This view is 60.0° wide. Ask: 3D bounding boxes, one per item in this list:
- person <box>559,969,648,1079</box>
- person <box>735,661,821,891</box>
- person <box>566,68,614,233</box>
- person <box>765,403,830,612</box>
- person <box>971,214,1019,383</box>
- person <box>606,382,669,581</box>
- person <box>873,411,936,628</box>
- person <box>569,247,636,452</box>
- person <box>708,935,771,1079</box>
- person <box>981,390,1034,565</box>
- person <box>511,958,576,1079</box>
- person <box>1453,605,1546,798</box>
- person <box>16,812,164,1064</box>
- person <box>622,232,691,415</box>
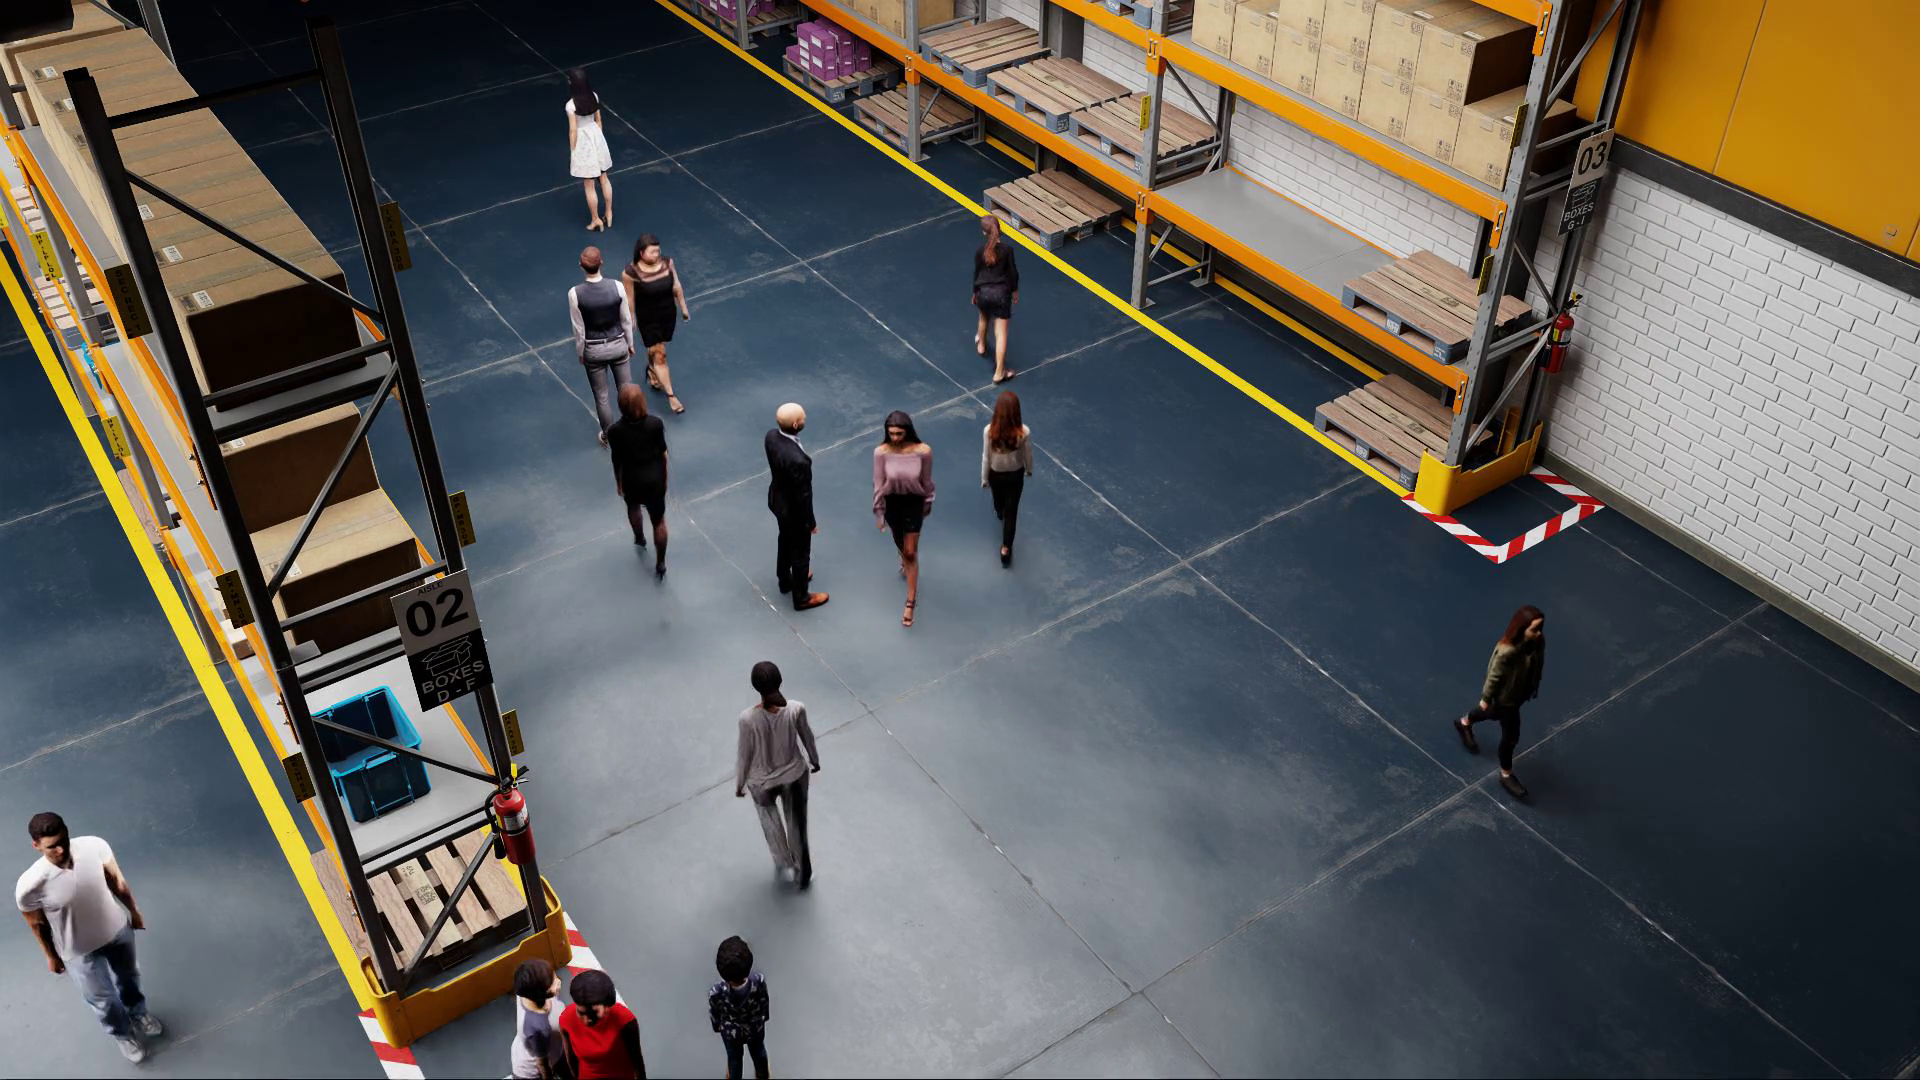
[{"bbox_3d":[-1.821,2.787,8.782,0.872,1.722,1.033,-2,39,-3],"label":"person"},{"bbox_3d":[-1.124,1.533,10.328,0.823,1.752,0.822,-7,39,-8],"label":"person"},{"bbox_3d":[-3.861,-4.062,17.316,0.715,1.775,0.713,28,46,31],"label":"person"},{"bbox_3d":[-1.267,-0.260,12.537,0.743,1.798,0.518,-21,43,-25],"label":"person"},{"bbox_3d":[0.313,-2.193,15.189,0.990,1.509,1.029,14,41,16],"label":"person"},{"bbox_3d":[-2.418,-0.403,12.808,0.722,1.683,0.902,-13,40,-16],"label":"person"},{"bbox_3d":[-0.434,-0.277,12.589,1.014,1.759,1.150,0,39,0],"label":"person"},{"bbox_3d":[-3.012,-1.630,14.140,0.712,1.938,0.661,-13,40,-15],"label":"person"},{"bbox_3d":[-1.226,2.679,9.298,0.536,1.248,0.550,-12,40,-15],"label":"person"},{"bbox_3d":[0.373,-0.462,13.077,0.938,1.439,1.038,2,39,3],"label":"person"},{"bbox_3d":[-2.319,2.794,8.929,0.864,1.529,0.993,-9,40,-11],"label":"person"},{"bbox_3d":[3.670,0.996,11.245,0.601,1.447,0.959,-22,44,-25],"label":"person"},{"bbox_3d":[-4.961,2.192,9.425,0.764,1.850,0.779,24,44,27],"label":"person"},{"bbox_3d":[-2.755,-1.999,14.813,0.697,1.675,1.003,-28,46,-30],"label":"person"}]
